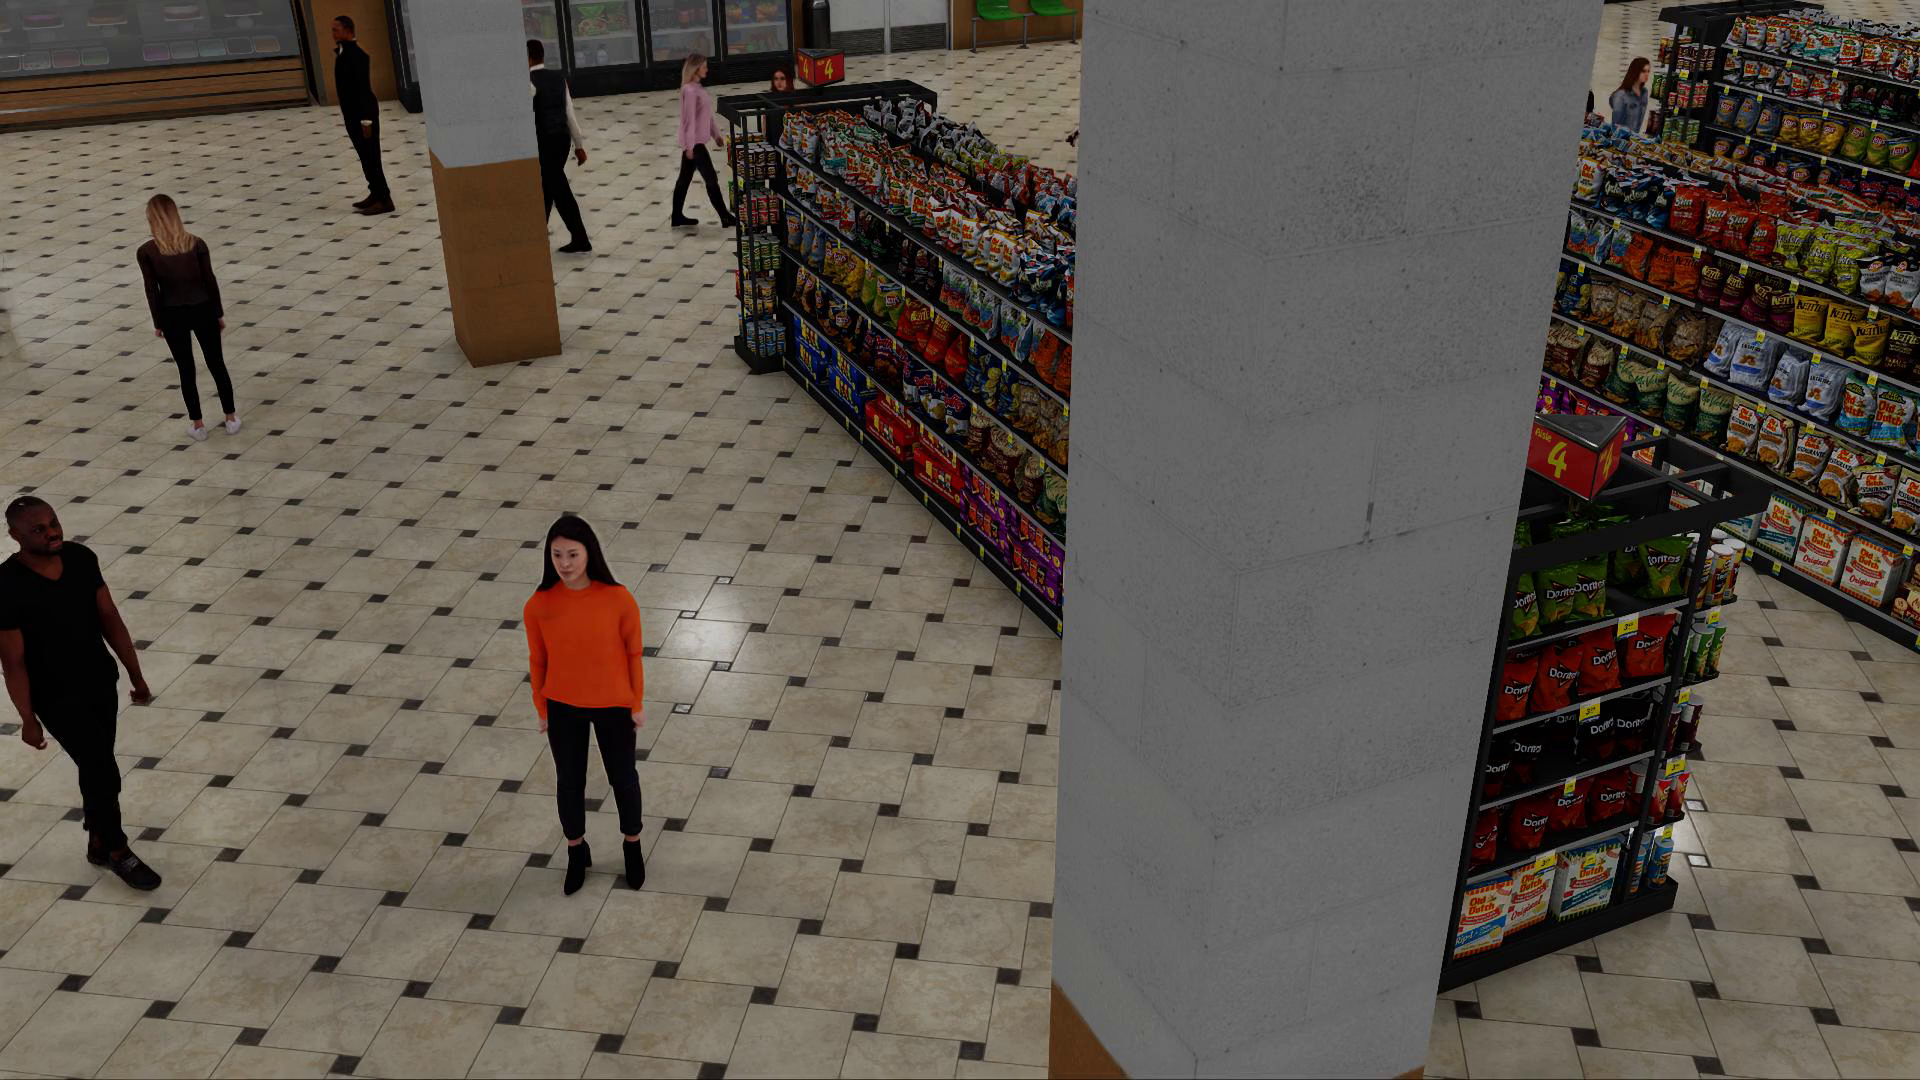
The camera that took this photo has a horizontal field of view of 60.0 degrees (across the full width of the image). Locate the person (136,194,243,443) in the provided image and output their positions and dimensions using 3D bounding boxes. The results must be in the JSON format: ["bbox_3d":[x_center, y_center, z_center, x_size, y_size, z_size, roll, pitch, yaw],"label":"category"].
[{"bbox_3d":[-5.251,-1.506,11.323,0.617,1.705,0.514,-14,30,-26],"label":"person"}]

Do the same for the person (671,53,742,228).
[{"bbox_3d":[-2.616,-3.762,15.836,0.917,1.647,1.012,-3,27,-6],"label":"person"}]

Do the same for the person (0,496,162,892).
[{"bbox_3d":[-3.789,0.632,6.993,0.907,1.809,0.847,10,29,19],"label":"person"}]

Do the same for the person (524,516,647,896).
[{"bbox_3d":[-1.540,0.693,6.938,0.689,1.748,0.664,-2,27,-5],"label":"person"}]

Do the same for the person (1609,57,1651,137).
[{"bbox_3d":[6.134,-3.684,15.663,0.642,1.664,1.059,-13,30,-24],"label":"person"}]

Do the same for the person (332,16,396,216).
[{"bbox_3d":[-5.901,-4.195,16.405,0.772,1.905,0.576,-16,31,-29],"label":"person"}]

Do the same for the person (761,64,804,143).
[{"bbox_3d":[-1.573,-3.490,15.248,0.997,1.693,1.069,9,28,17],"label":"person"}]

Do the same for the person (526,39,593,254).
[{"bbox_3d":[-3.662,-3.506,15.158,1.408,1.805,1.213,16,31,29],"label":"person"}]
